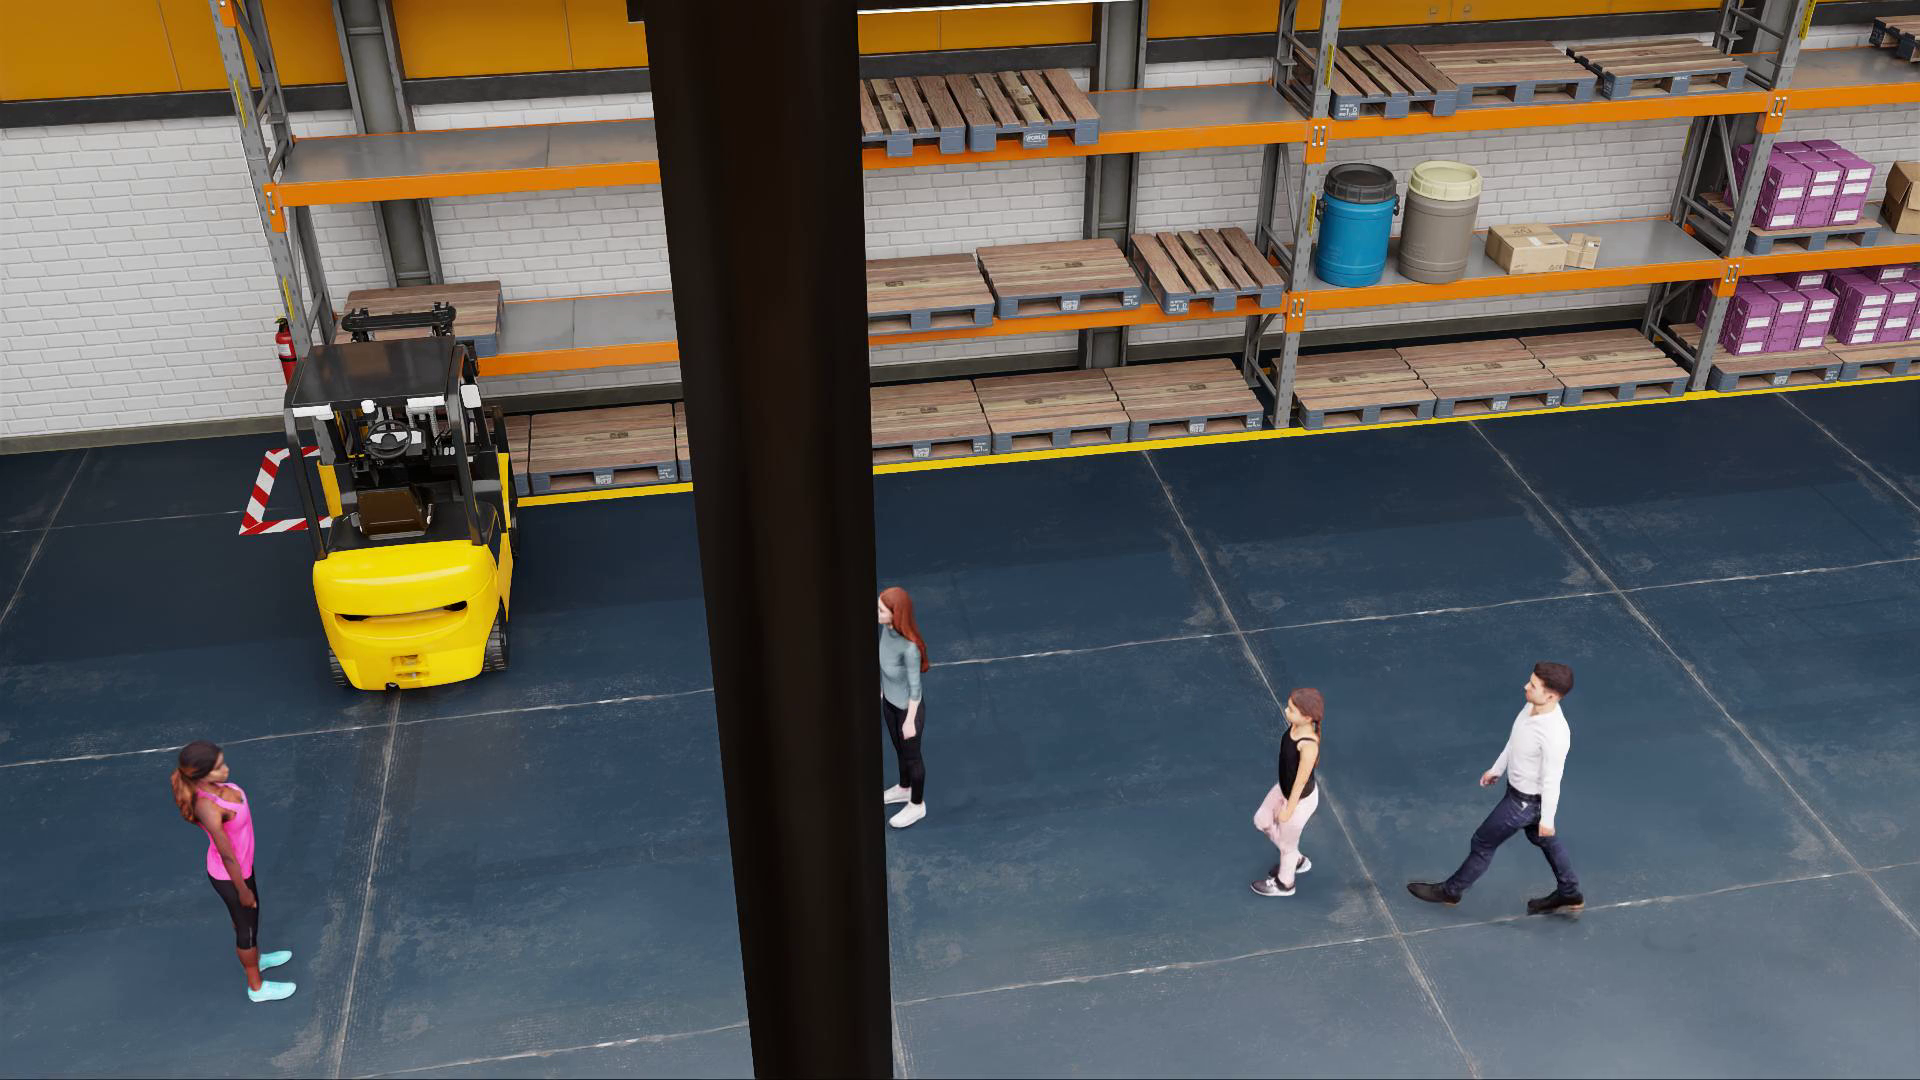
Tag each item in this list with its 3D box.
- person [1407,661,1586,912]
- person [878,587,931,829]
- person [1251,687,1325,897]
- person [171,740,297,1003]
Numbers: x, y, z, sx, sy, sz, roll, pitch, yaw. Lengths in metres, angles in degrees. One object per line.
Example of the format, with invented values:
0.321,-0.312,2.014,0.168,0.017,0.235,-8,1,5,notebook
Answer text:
3.310,1.446,9.392,1.316,1.828,0.954,6,34,10,person
-0.352,1.010,10.126,0.589,1.742,0.630,-13,36,-18,person
1.993,1.464,9.608,0.637,1.559,0.581,1,34,1,person
-3.934,1.774,8.993,0.602,1.724,0.606,-13,36,-18,person
